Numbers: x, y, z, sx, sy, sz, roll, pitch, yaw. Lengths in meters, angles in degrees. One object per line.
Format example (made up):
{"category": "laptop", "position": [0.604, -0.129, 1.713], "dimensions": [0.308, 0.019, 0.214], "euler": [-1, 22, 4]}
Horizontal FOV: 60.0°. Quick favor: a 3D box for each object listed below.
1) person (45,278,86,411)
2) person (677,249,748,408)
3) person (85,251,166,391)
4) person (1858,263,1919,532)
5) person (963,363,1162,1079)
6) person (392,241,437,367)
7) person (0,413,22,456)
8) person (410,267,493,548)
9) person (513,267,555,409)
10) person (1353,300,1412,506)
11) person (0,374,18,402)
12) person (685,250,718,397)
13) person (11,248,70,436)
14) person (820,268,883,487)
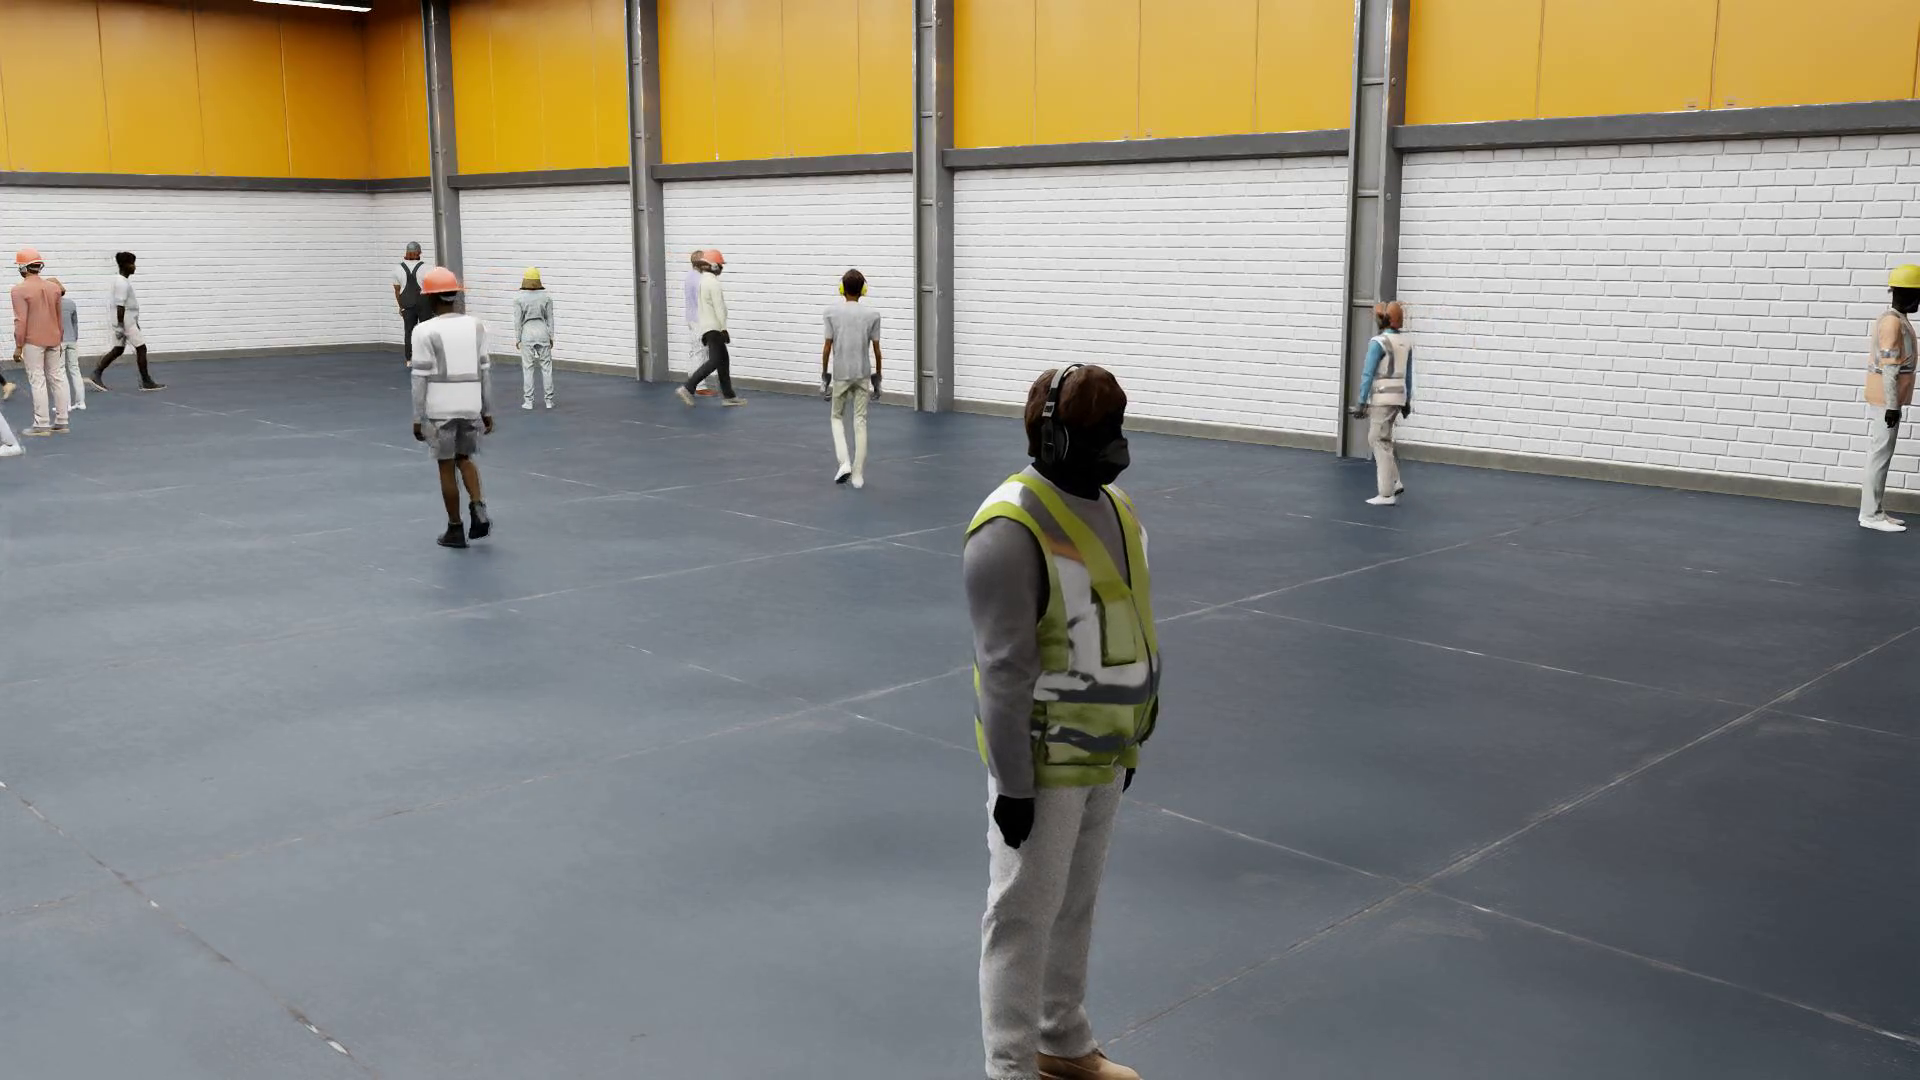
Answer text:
{"category": "person", "position": [-10.952, -2.377, 20.264], "dimensions": [0.308, 1.624, 0.492], "euler": [5, 11, 23]}
{"category": "person", "position": [-3.098, -2.624, 20.653], "dimensions": [0.878, 1.968, 0.630], "euler": [-3, 11, -18]}
{"category": "person", "position": [-11.511, -2.985, 22.756], "dimensions": [0.939, 1.929, 0.608], "euler": [-7, 13, -35]}
{"category": "person", "position": [6.767, -1.031, 12.071], "dimensions": [0.361, 1.929, 0.587], "euler": [6, 12, 28]}
{"category": "person", "position": [0.256, 0.505, 3.933], "dimensions": [0.430, 1.844, 0.624], "euler": [6, 12, 30]}
{"category": "person", "position": [-8.828, -3.840, 27.086], "dimensions": [0.684, 2.000, 0.538], "euler": [0, 10, -1]}
{"category": "person", "position": [-9.603, -1.701, 16.049], "dimensions": [0.994, 1.813, 0.538], "euler": [0, 10, -1]}
{"category": "person", "position": [-3.482, -0.896, 11.355], "dimensions": [0.402, 1.918, 0.565], "euler": [10, 14, 43]}
{"category": "person", "position": [-5.258, -2.493, 20.553], "dimensions": [0.488, 1.744, 0.296], "euler": [-4, 11, -23]}
{"category": "person", "position": [3.336, -1.071, 13.129], "dimensions": [0.381, 1.624, 0.518], "euler": [9, 14, 40]}
{"category": "person", "position": [-12.413, -2.531, 20.963], "dimensions": [0.775, 1.670, 0.531], "euler": [-4, 11, -23]}
{"category": "person", "position": [-3.454, -2.867, 22.054], "dimensions": [0.358, 1.938, 0.636], "euler": [-4, 11, -22]}
{"category": "person", "position": [-9.850, -2.110, 17.772], "dimensions": [0.379, 1.996, 0.611], "euler": [3, 11, 17]}
{"category": "person", "position": [-0.920, -1.369, 14.130], "dimensions": [0.550, 1.851, 0.435], "euler": [-2, 11, -10]}
